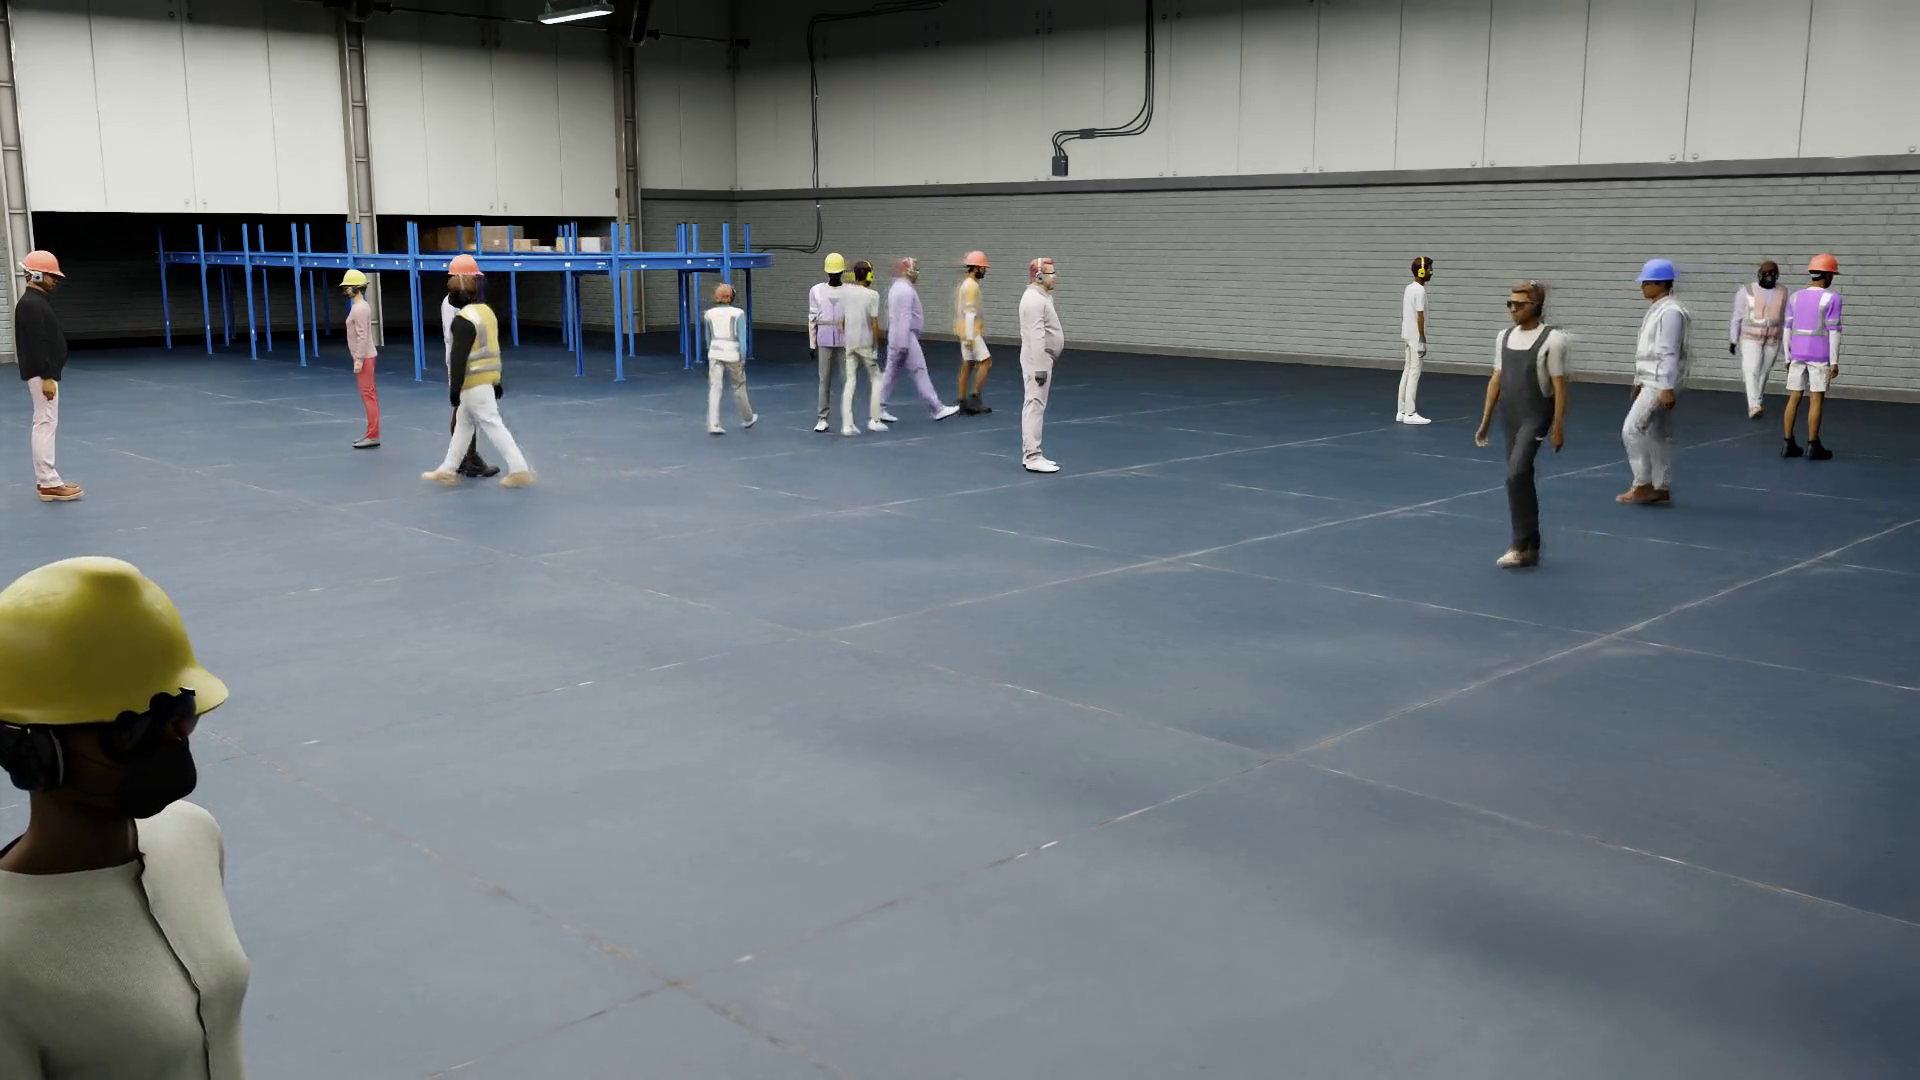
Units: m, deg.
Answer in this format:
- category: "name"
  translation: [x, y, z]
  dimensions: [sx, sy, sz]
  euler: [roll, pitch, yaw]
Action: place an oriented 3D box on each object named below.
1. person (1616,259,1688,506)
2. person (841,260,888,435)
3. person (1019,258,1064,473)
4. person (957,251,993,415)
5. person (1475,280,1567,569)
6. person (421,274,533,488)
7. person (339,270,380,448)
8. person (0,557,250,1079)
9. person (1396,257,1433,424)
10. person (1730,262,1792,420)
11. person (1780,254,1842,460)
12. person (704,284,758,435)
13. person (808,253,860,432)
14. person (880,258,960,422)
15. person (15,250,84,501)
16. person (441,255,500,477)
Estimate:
- category: "person"
  translation: [5.352, -1.220, 12.982]
  dimensions: [0.588, 1.924, 0.639]
  euler: [2, 11, 12]
- category: "person"
  translation: [-1.038, -2.054, 17.783]
  dimensions: [0.521, 1.844, 0.747]
  euler: [5, 11, 25]
- category: "person"
  translation: [0.733, -1.579, 15.002]
  dimensions: [0.406, 1.911, 0.638]
  euler: [0, 10, 0]
- category: "person"
  translation: [0.207, -2.431, 19.606]
  dimensions: [0.566, 1.916, 0.588]
  euler: [-1, 10, -5]
- category: "person"
  translation: [3.540, -0.730, 10.594]
  dimensions: [0.647, 1.822, 0.504]
  euler: [-5, 11, -24]
- category: "person"
  translation: [-4.067, -1.325, 13.952]
  dimensions: [0.986, 1.792, 0.641]
  euler: [1, 10, 3]
- category: "person"
  translation: [-6.011, -1.816, 16.681]
  dimensions: [0.314, 1.769, 0.524]
  euler: [-3, 11, -16]
- category: "person"
  translation: [-0.948, 0.889, 1.932]
  dimensions: [0.311, 1.769, 0.525]
  euler: [0, 10, 2]
- category: "person"
  translation: [5.159, -2.258, 18.814]
  dimensions: [0.309, 1.868, 0.535]
  euler: [-1, 10, -3]
- category: "person"
  translation: [9.222, -2.268, 19.038]
  dimensions: [0.659, 1.798, 0.919]
  euler: [2, 11, 9]
- category: "person"
  translation: [8.141, -1.750, 15.860]
  dimensions: [0.377, 1.932, 0.552]
  euler: [-6, 12, -29]
- category: "person"
  translation: [-2.481, -1.939, 17.815]
  dimensions: [0.525, 1.581, 0.897]
  euler: [3, 11, 17]
- category: "person"
  translation: [-1.348, -2.133, 17.990]
  dimensions: [0.585, 1.920, 0.374]
  euler: [0, 10, 1]
- category: "person"
  translation: [-0.557, -2.262, 18.891]
  dimensions: [1.012, 1.848, 0.654]
  euler: [-3, 11, -15]
- category: "person"
  translation: [-7.362, -1.327, 13.406]
  dimensions: [0.391, 1.988, 0.611]
  euler: [-6, 12, -30]
- category: "person"
  translation: [-4.358, -1.545, 14.732]
  dimensions: [0.360, 1.939, 0.543]
  euler: [-9, 13, -39]
